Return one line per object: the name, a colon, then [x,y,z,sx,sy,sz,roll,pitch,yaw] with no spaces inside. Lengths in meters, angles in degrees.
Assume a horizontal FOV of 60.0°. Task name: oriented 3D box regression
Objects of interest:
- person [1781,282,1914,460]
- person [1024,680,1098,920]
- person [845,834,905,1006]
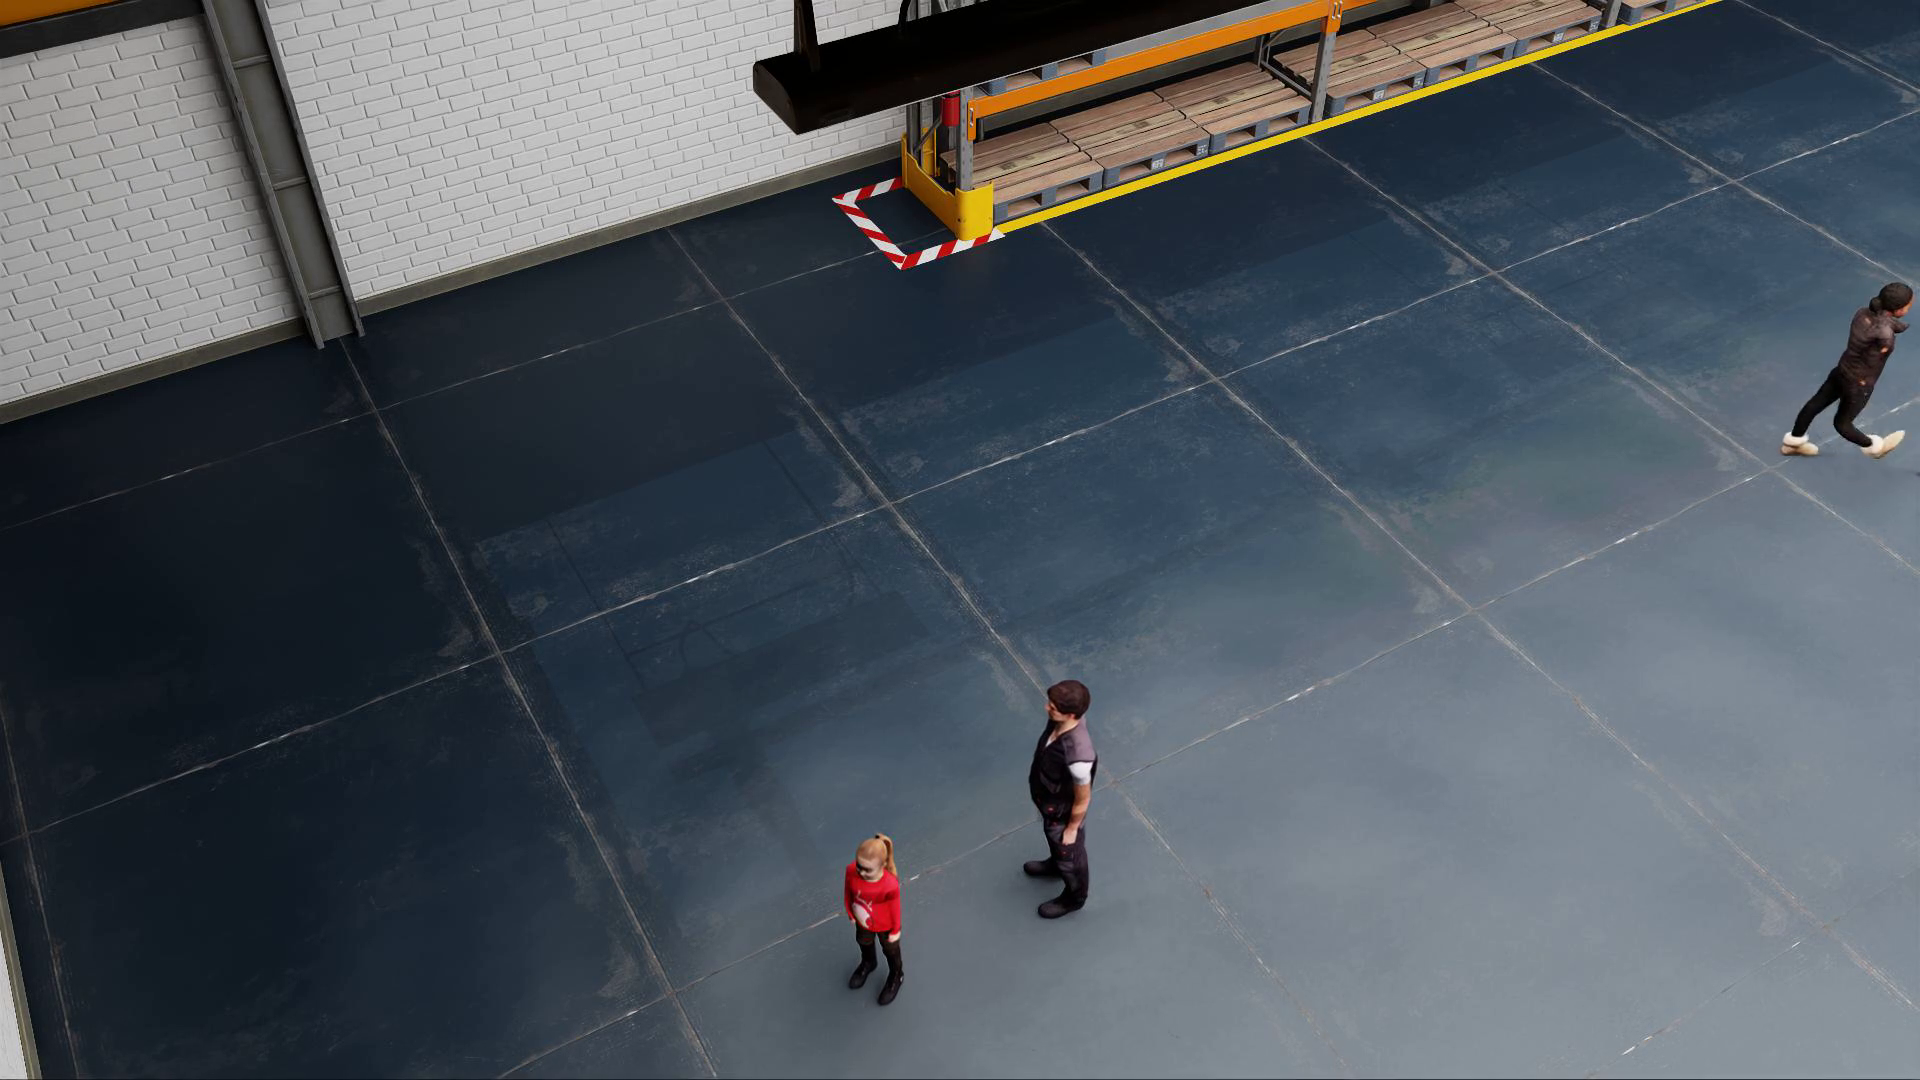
person: [6.629,-1.174,12.114,1.024,1.645,0.849,-7,44,-7]
person: [0.584,1.422,9.243,0.693,1.848,0.725,-8,44,-9]
person: [-0.450,2.037,9.007,0.569,1.282,0.616,18,46,18]
